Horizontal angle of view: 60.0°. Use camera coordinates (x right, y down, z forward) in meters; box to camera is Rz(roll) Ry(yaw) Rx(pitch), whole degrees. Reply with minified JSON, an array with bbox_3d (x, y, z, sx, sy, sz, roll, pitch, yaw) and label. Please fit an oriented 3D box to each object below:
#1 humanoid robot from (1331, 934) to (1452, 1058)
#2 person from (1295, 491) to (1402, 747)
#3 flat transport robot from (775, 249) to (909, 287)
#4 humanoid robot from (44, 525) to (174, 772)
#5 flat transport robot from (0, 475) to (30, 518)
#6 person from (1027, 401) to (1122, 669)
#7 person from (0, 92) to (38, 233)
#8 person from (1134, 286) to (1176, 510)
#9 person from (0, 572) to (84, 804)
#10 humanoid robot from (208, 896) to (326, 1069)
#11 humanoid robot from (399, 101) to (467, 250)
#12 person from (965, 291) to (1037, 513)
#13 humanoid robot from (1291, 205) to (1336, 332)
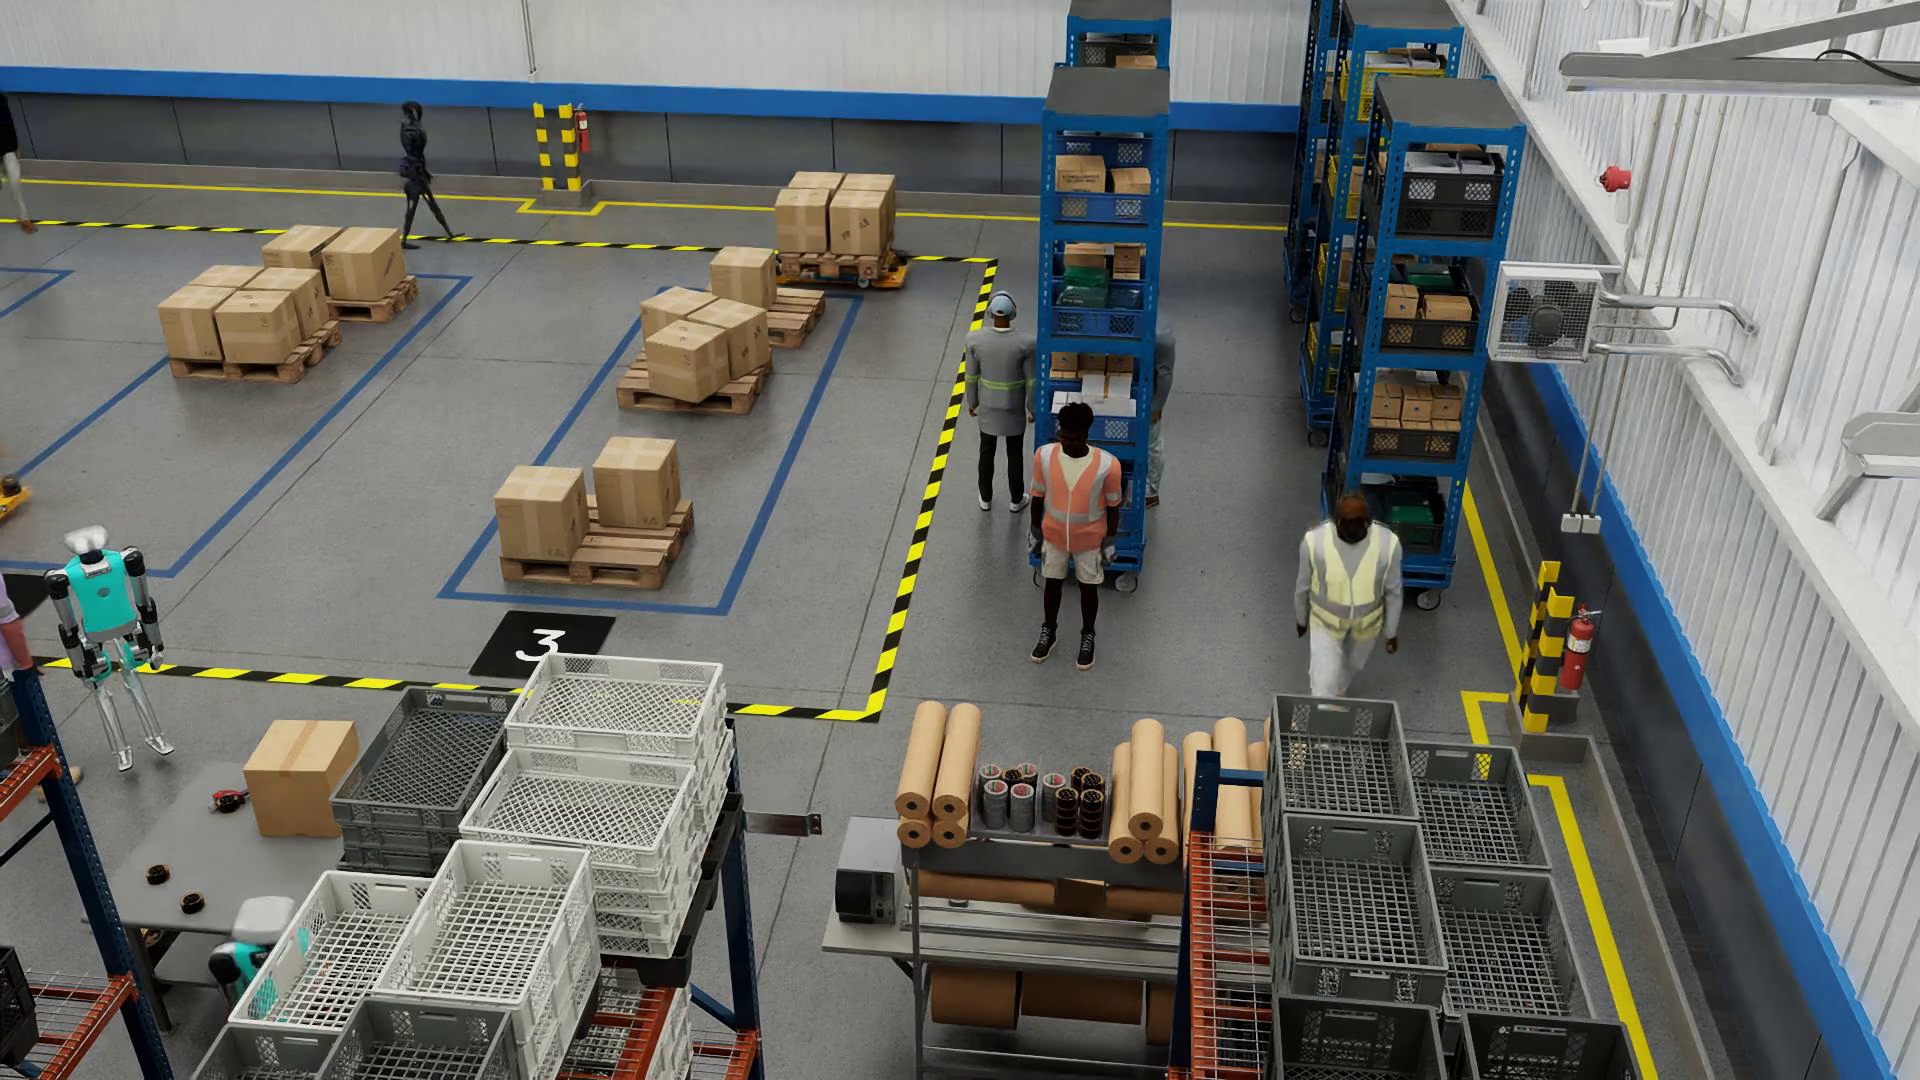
[{"bbox_3d":[1.927,2.225,7.450,0.599,1.652,0.377,20,36,31],"label":"humanoid robot"},{"bbox_3d":[2.388,0.478,10.331,0.629,1.806,0.921,2,30,4],"label":"person"},{"bbox_3d":[-1.292,-2.914,17.651,1.431,0.197,0.652,3,30,6],"label":"flat transport robot"},{"bbox_3d":[-5.162,0.581,10.078,0.533,1.681,0.735,-22,37,-32],"label":"humanoid robot"},{"bbox_3d":[-8.266,-0.323,13.200,1.431,0.197,0.652,3,30,6],"label":"flat transport robot"},{"bbox_3d":[0.749,-0.032,11.043,0.611,1.962,0.363,9,31,15],"label":"person"},{"bbox_3d":[-10.820,-4.382,18.614,0.704,1.868,0.592,21,36,32],"label":"person"},{"bbox_3d":[1.433,-1.147,12.987,0.378,1.937,0.628,-11,32,-18],"label":"person"},{"bbox_3d":[-5.722,0.654,9.788,0.607,2.044,0.392,6,31,10],"label":"person"},{"bbox_3d":[-2.795,2.456,7.063,0.550,1.840,0.870,-6,31,-11],"label":"humanoid robot"},{"bbox_3d":[-5.889,-3.973,18.132,0.759,1.619,0.609,-2,30,-4],"label":"humanoid robot"},{"bbox_3d":[0.332,-1.072,12.942,0.588,1.852,0.369,5,31,9],"label":"person"},{"bbox_3d":[3.425,-2.466,15.534,0.598,1.640,0.499,-1,30,-1],"label":"humanoid robot"}]
